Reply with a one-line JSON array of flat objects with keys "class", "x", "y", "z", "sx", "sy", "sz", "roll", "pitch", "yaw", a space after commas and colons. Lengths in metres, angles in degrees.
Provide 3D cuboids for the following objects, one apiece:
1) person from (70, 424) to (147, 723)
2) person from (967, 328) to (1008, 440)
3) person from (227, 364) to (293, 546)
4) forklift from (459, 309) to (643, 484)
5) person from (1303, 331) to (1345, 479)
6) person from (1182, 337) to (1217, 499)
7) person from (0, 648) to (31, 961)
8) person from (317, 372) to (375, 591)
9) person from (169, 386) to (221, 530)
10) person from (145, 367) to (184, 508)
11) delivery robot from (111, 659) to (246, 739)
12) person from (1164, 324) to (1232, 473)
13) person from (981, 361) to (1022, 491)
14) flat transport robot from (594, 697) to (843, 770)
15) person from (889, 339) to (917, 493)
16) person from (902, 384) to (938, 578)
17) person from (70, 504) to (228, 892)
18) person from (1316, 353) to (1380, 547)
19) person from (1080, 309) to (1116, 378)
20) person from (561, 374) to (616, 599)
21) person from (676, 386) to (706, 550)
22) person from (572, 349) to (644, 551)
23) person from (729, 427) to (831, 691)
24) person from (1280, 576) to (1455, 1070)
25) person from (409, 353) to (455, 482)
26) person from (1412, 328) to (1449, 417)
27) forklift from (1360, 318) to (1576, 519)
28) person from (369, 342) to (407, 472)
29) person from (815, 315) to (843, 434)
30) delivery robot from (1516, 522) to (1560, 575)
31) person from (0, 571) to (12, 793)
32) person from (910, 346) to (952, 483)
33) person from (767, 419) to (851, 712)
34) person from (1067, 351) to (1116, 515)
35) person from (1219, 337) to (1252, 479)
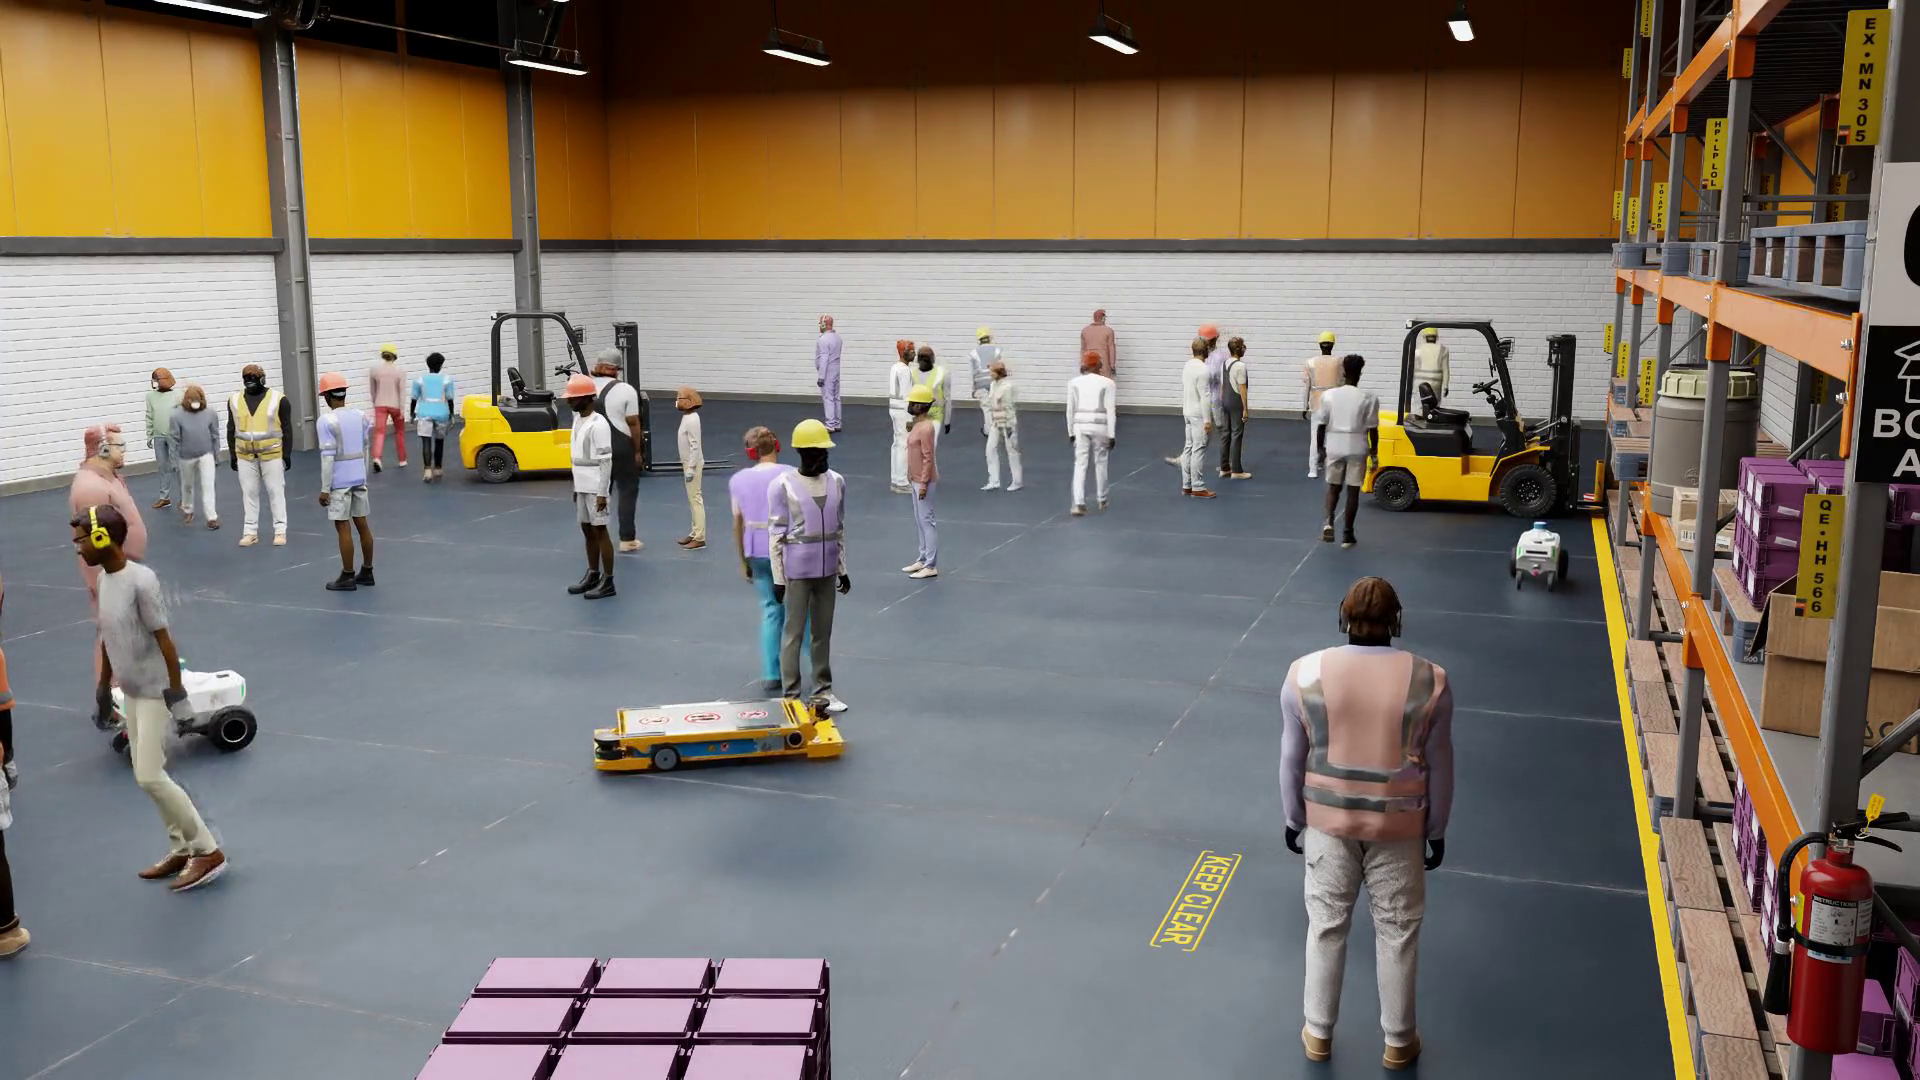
[{"class": "person", "x": -5.426, "y": 0.216, "z": 10.660, "sx": 0.410, "sy": 1.887, "sz": 0.744, "roll": -4, "pitch": 11, "yaw": -20}, {"class": "person", "x": 0.411, "y": -2.365, "z": 25.538, "sx": 0.596, "sy": 1.757, "sz": 0.940, "roll": -2, "pitch": 10, "yaw": -12}, {"class": "person", "x": -7.060, "y": -0.851, "z": 16.777, "sx": 0.625, "sy": 1.843, "sz": 0.430, "roll": -1, "pitch": 10, "yaw": -5}, {"class": "forklift", "x": -5.354, "y": -1.902, "z": 21.697, "sx": 2.313, "sy": 2.155, "sz": 1.214, "roll": -2, "pitch": 10, "yaw": -13}, {"class": "person", "x": 4.741, "y": -1.748, "z": 21.594, "sx": 0.585, "sy": 1.923, "sz": 0.376, "roll": 3, "pitch": 10, "yaw": 14}, {"class": "person", "x": 2.869, "y": -1.469, "z": 19.978, "sx": 0.361, "sy": 1.939, "sz": 0.635, "roll": -3, "pitch": 10, "yaw": -15}, {"class": "person", "x": -4.229, "y": 0.964, "z": 6.957, "sx": 0.533, "sy": 1.697, "sz": 0.322, "roll": -4, "pitch": 11, "yaw": -23}, {"class": "person", "x": -5.433, "y": -0.513, "z": 14.629, "sx": 0.384, "sy": 1.927, "sz": 0.543, "roll": 5, "pitch": 11, "yaw": 25}, {"class": "person", "x": -8.237, "y": -0.904, "z": 17.908, "sx": 0.512, "sy": 1.545, "sz": 1.008, "roll": -6, "pitch": 12, "yaw": -31}, {"class": "person", "x": -9.134, "y": -1.173, "z": 19.171, "sx": 0.508, "sy": 1.632, "sz": 0.272, "roll": 1, "pitch": 10, "yaw": 5}, {"class": "delivery robot", "x": -4.677, "y": 0.956, "z": 9.953, "sx": 0.707, "sy": 0.478, "sz": 0.477, "roll": -8, "pitch": 13, "yaw": -39}, {"class": "person", "x": 3.275, "y": -1.868, "z": 22.108, "sx": 1.000, "sy": 1.975, "sz": 0.609, "roll": -2, "pitch": 10, "yaw": -9}, {"class": "person", "x": 0.494, "y": -1.396, "z": 20.473, "sx": 0.641, "sy": 1.603, "sz": 0.603, "roll": -5, "pitch": 11, "yaw": -27}, {"class": "flat transport robot", "x": -1.454, "y": 1.146, "z": 9.941, "sx": 1.431, "sy": 0.197, "sz": 0.652, "roll": -2, "pitch": 10, "yaw": -12}, {"class": "person", "x": -0.692, "y": -1.518, "z": 20.409, "sx": 0.337, "sy": 1.882, "sz": 0.584, "roll": -3, "pitch": 10, "yaw": -16}, {"class": "person", "x": -0.361, "y": -0.537, "z": 15.213, "sx": 0.308, "sy": 1.772, "sz": 0.525, "roll": -2, "pitch": 10, "yaw": -12}, {"class": "person", "x": -3.874, "y": 0.734, "z": 7.880, "sx": 0.575, "sy": 1.826, "sz": 0.444, "roll": 9, "pitch": 13, "yaw": 40}, {"class": "person", "x": 3.887, "y": -0.891, "z": 16.686, "sx": 0.613, "sy": 1.951, "sz": 0.432, "roll": 6, "pitch": 12, "yaw": 29}, {"class": "person", "x": 2.431, "y": -3.101, "z": 29.386, "sx": 0.691, "sy": 1.917, "sz": 0.503, "roll": 5, "pitch": 11, "yaw": 28}, {"class": "person", "x": -3.197, "y": -0.458, "z": 14.295, "sx": 0.374, "sy": 1.934, "sz": 0.548, "roll": -7, "pitch": 13, "yaw": -36}, {"class": "person", "x": -2.702, "y": -0.724, "z": 16.640, "sx": 0.279, "sy": 1.634, "sz": 0.498, "roll": -2, "pitch": 10, "yaw": -14}, {"class": "person", "x": -3.469, "y": -0.904, "z": 16.510, "sx": 0.731, "sy": 2.000, "sz": 0.567, "roll": 3, "pitch": 11, "yaw": 18}, {"class": "person", "x": -1.221, "y": 0.117, "z": 11.455, "sx": 0.645, "sy": 1.796, "sz": 0.635, "roll": 4, "pitch": 11, "yaw": 21}, {"class": "person", "x": 1.492, "y": 1.041, "z": 6.136, "sx": 0.623, "sy": 1.839, "sz": 0.429, "roll": 3, "pitch": 11, "yaw": 17}, {"class": "person", "x": -6.801, "y": -1.582, "z": 21.448, "sx": 0.574, "sy": 1.650, "sz": 0.861, "roll": -3, "pitch": 10, "yaw": -16}, {"class": "person", "x": 7.307, "y": -2.447, "z": 25.919, "sx": 0.617, "sy": 1.788, "sz": 0.847, "roll": 4, "pitch": 11, "yaw": 19}, {"class": "forklift", "x": 5.787, "y": -1.437, "z": 19.079, "sx": 2.313, "sy": 2.155, "sz": 1.214, "roll": 3, "pitch": 11, "yaw": 19}, {"class": "person", "x": -7.713, "y": -1.798, "z": 22.422, "sx": 0.519, "sy": 1.729, "sz": 0.875, "roll": -1, "pitch": 10, "yaw": -6}, {"class": "person", "x": -2.140, "y": -2.666, "z": 26.811, "sx": 0.399, "sy": 1.908, "sz": 0.643, "roll": 4, "pitch": 11, "yaw": 21}, {"class": "delivery robot", "x": 5.179, "y": 0.081, "z": 14.881, "sx": 0.477, "sy": 0.478, "sz": 0.707, "roll": 4, "pitch": 11, "yaw": 22}, {"class": "person", "x": -5.446, "y": 0.457, "z": 8.972, "sx": 0.381, "sy": 1.994, "sz": 0.622, "roll": 3, "pitch": 11, "yaw": 17}, {"class": "person", "x": -0.412, "y": -1.504, "z": 20.614, "sx": 0.624, "sy": 1.797, "sz": 0.957, "roll": 4, "pitch": 11, "yaw": 19}, {"class": "person", "x": -0.954, "y": 0.184, "z": 10.697, "sx": 0.594, "sy": 1.927, "sz": 0.367, "roll": -9, "pitch": 13, "yaw": -41}, {"class": "person", "x": 1.498, "y": -1.220, "z": 18.860, "sx": 0.613, "sy": 1.826, "sz": 1.003, "roll": 3, "pitch": 11, "yaw": 18}, {"class": "person", "x": 3.577, "y": -1.712, "z": 21.612, "sx": 0.345, "sy": 1.847, "sz": 0.507, "roll": -5, "pitch": 11, "yaw": -27}]
